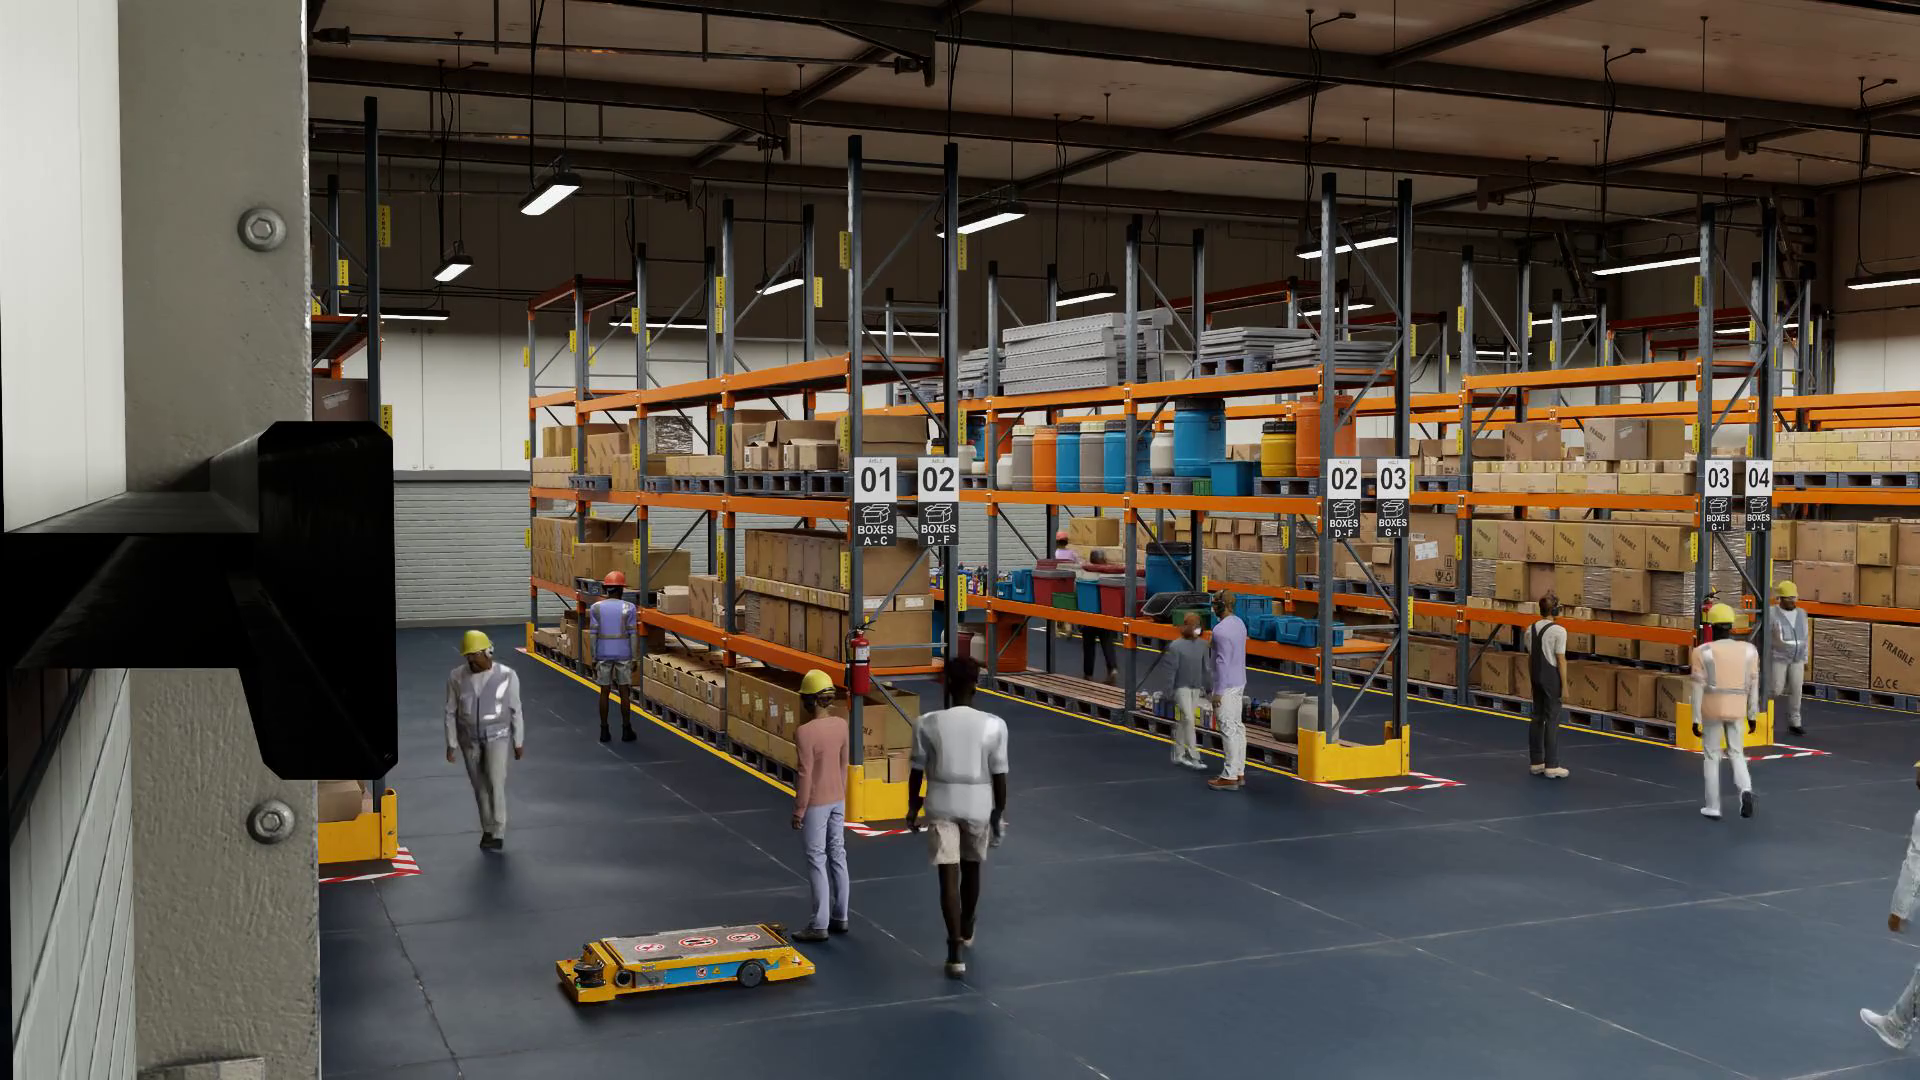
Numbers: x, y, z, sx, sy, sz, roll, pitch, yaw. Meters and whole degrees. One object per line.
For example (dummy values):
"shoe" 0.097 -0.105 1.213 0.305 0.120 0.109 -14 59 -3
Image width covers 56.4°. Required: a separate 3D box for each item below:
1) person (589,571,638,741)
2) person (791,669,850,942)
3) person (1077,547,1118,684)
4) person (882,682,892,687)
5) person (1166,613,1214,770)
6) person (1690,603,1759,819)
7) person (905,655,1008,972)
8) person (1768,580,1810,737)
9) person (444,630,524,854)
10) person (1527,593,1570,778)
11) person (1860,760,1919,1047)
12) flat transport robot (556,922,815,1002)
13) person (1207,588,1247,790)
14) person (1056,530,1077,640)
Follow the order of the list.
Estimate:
"person" -3.948 1.323 20.459 0.547 1.930 0.382 0 2 2
"person" -0.934 1.736 11.793 0.321 1.767 0.533 1 3 32
"person" 2.042 1.081 25.893 0.697 2.000 0.905 0 2 -10
"person" -0.999 1.434 21.857 0.499 1.595 0.838 0 2 -11
"person" 2.423 1.558 18.436 0.520 1.599 0.762 -1 3 -34
"person" 6.707 1.512 15.713 0.600 1.914 0.614 0 2 2
"person" -0.017 1.684 11.272 0.627 1.917 0.996 0 2 -6
"person" 9.635 1.367 21.010 0.609 1.812 0.649 0 2 -8
"person" -3.851 1.624 14.437 0.604 1.782 0.832 0 2 -2
"person" 5.938 1.460 18.072 0.360 1.843 0.514 -1 2 -23
"person" 5.000 1.866 9.200 0.511 1.688 0.904 -1 2 -28
"flat transport robot" -1.658 2.531 10.816 1.431 0.197 0.652 -1 2 -23
"person" 2.594 1.437 17.380 0.354 1.937 0.635 1 2 26
"person" 1.866 0.822 32.507 0.617 2.015 0.893 -1 2 -25
